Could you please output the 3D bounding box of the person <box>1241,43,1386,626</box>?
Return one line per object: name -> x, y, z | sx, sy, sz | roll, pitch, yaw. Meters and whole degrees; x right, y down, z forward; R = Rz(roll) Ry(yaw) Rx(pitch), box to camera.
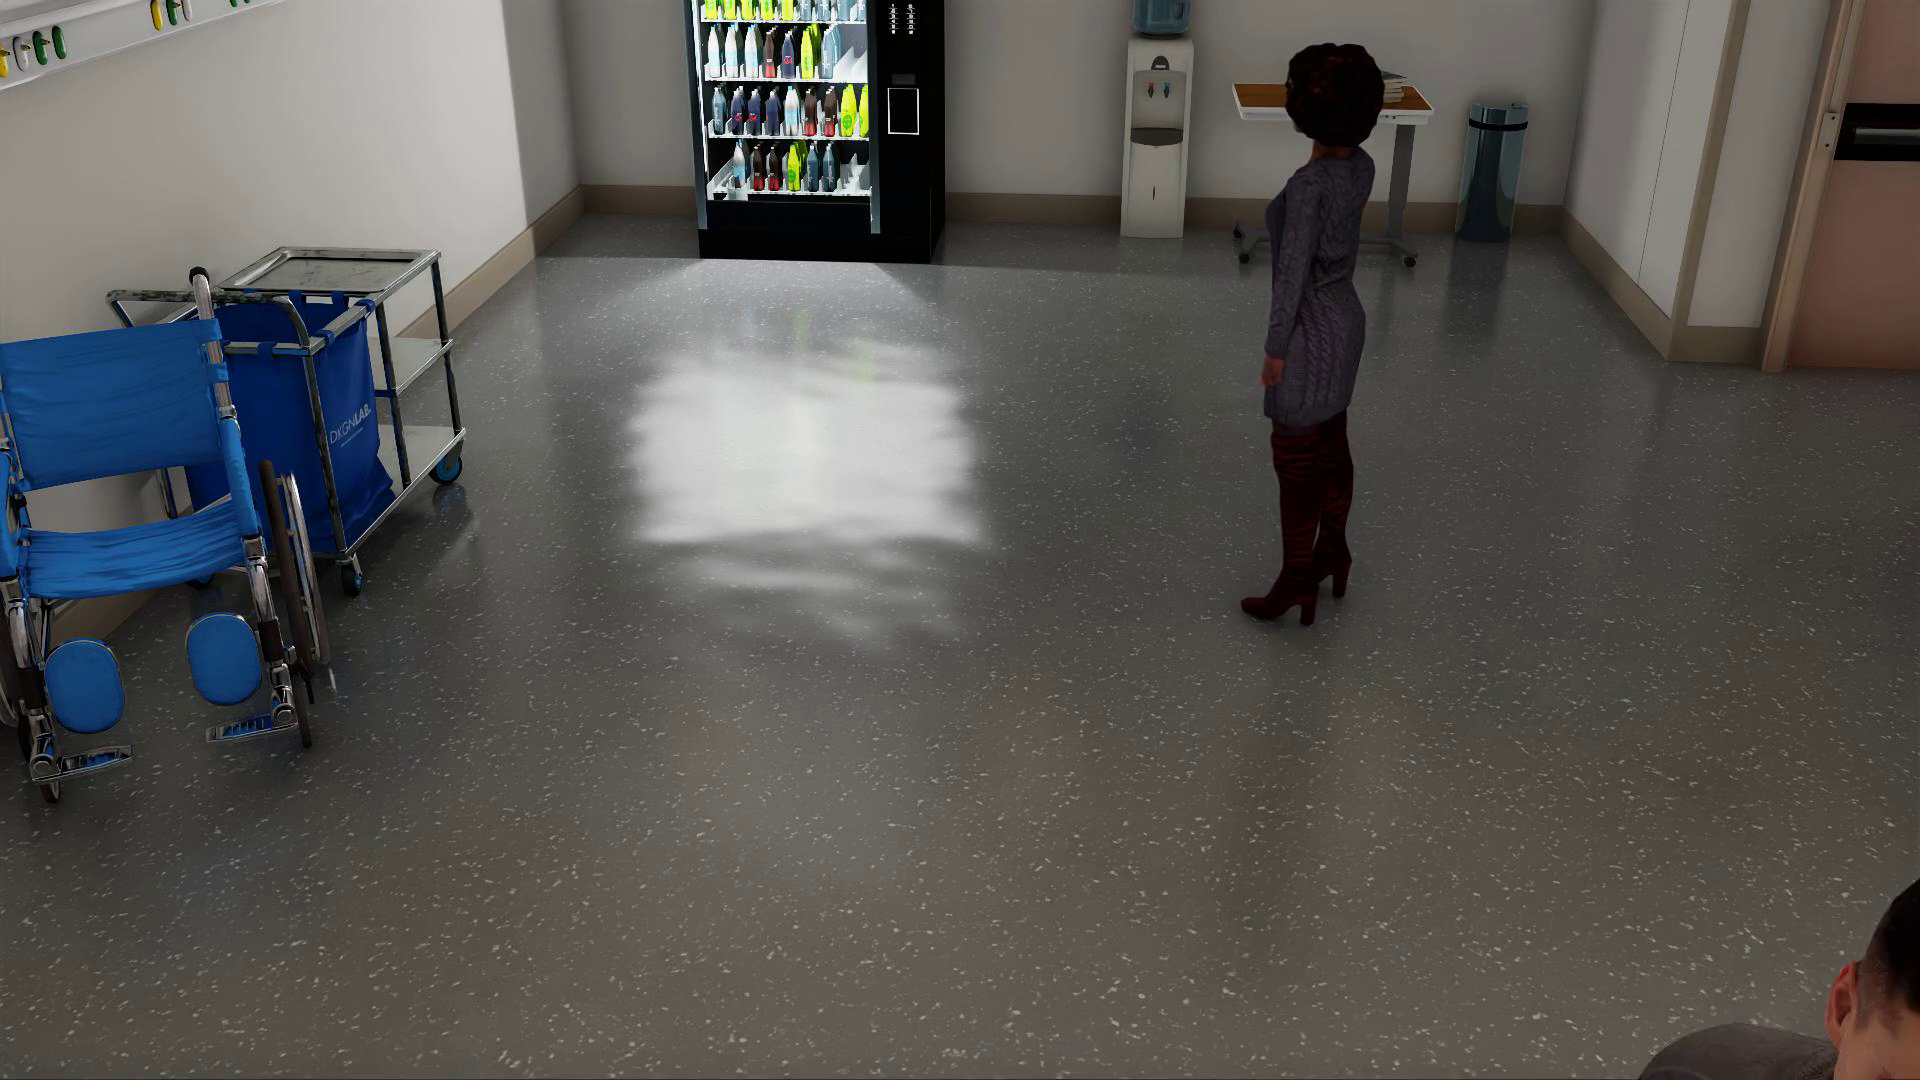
person -> 1.053, -0.576, 4.890 | 0.672, 1.706, 0.655 | 18, 31, 32
